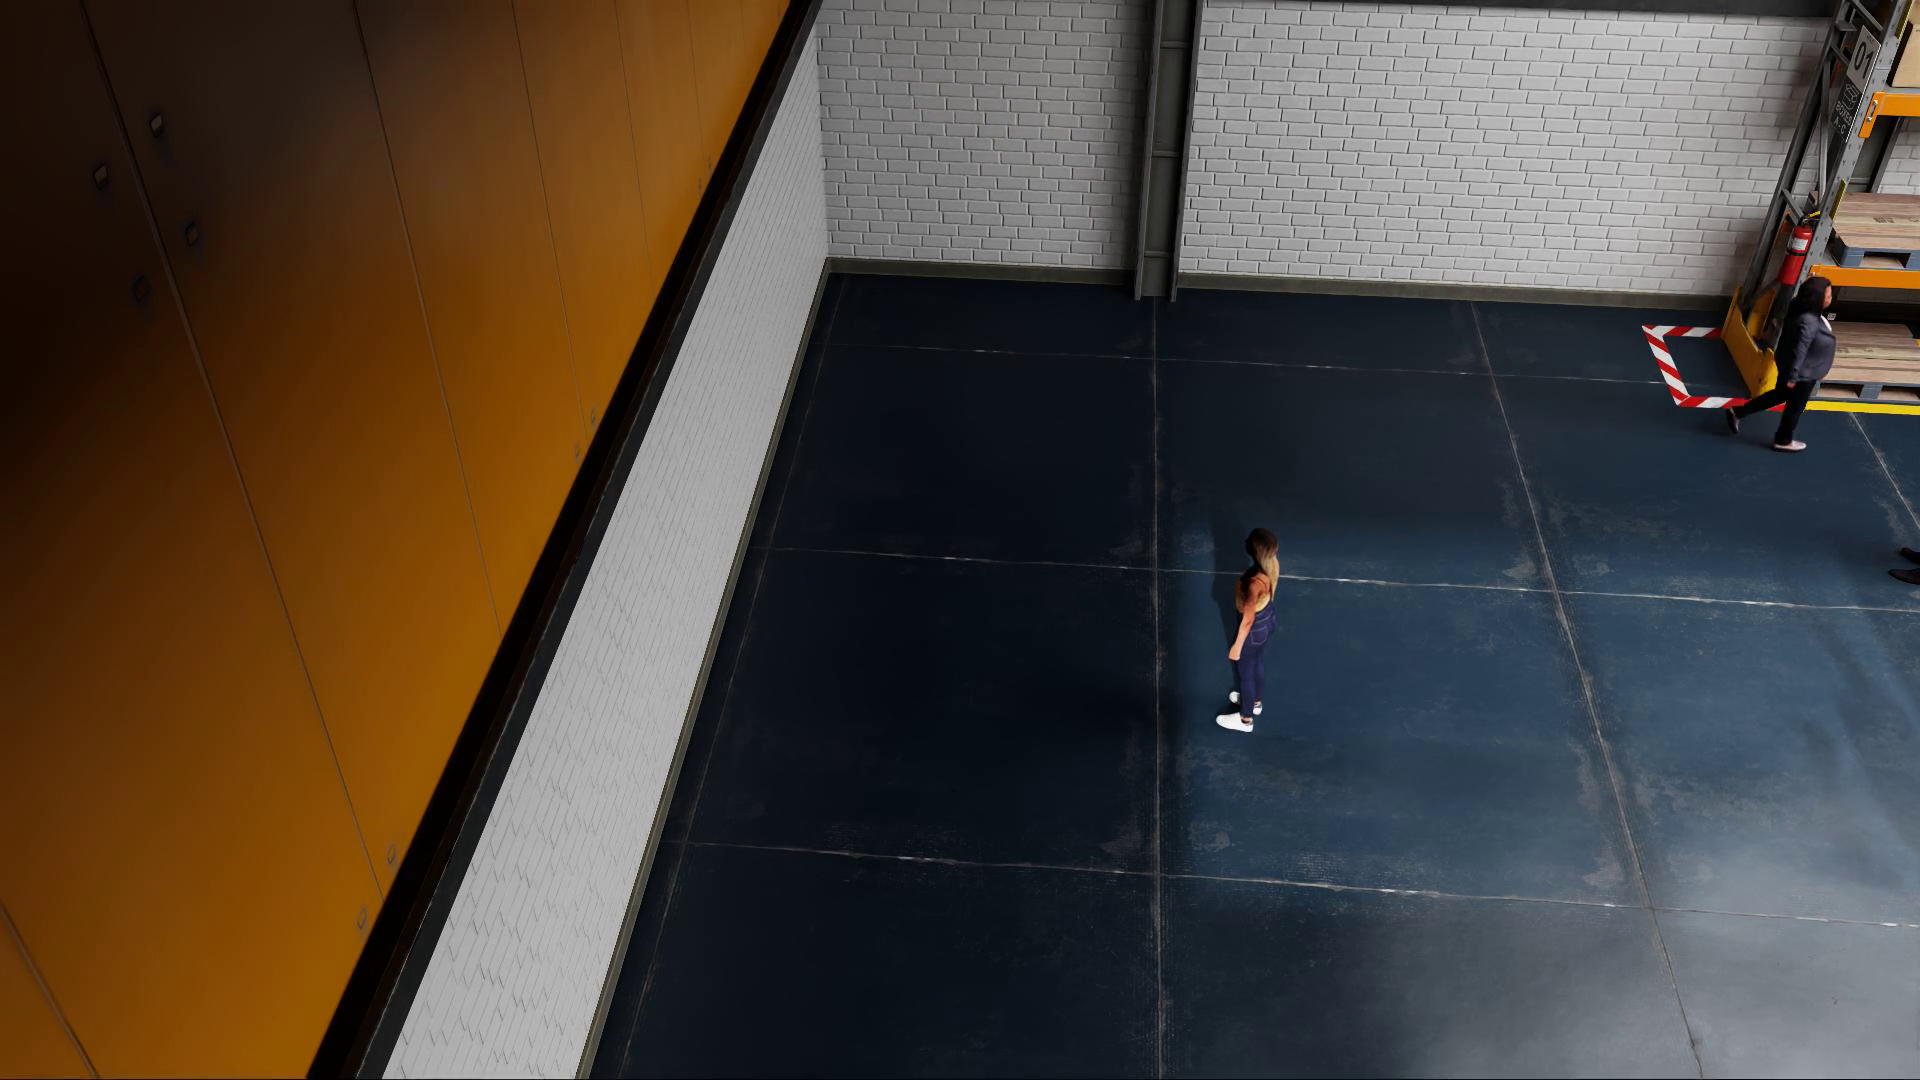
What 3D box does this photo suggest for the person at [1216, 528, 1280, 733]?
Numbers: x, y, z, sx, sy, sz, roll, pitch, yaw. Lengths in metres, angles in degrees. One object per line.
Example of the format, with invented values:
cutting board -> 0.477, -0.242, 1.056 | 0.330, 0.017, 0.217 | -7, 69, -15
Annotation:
person -> 1.930, 0.589, 10.951 | 0.634, 1.627, 0.643 | 20, 43, 23

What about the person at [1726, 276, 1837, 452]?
person -> 6.717, -1.418, 13.503 | 0.923, 1.578, 0.721 | 7, 39, 9
